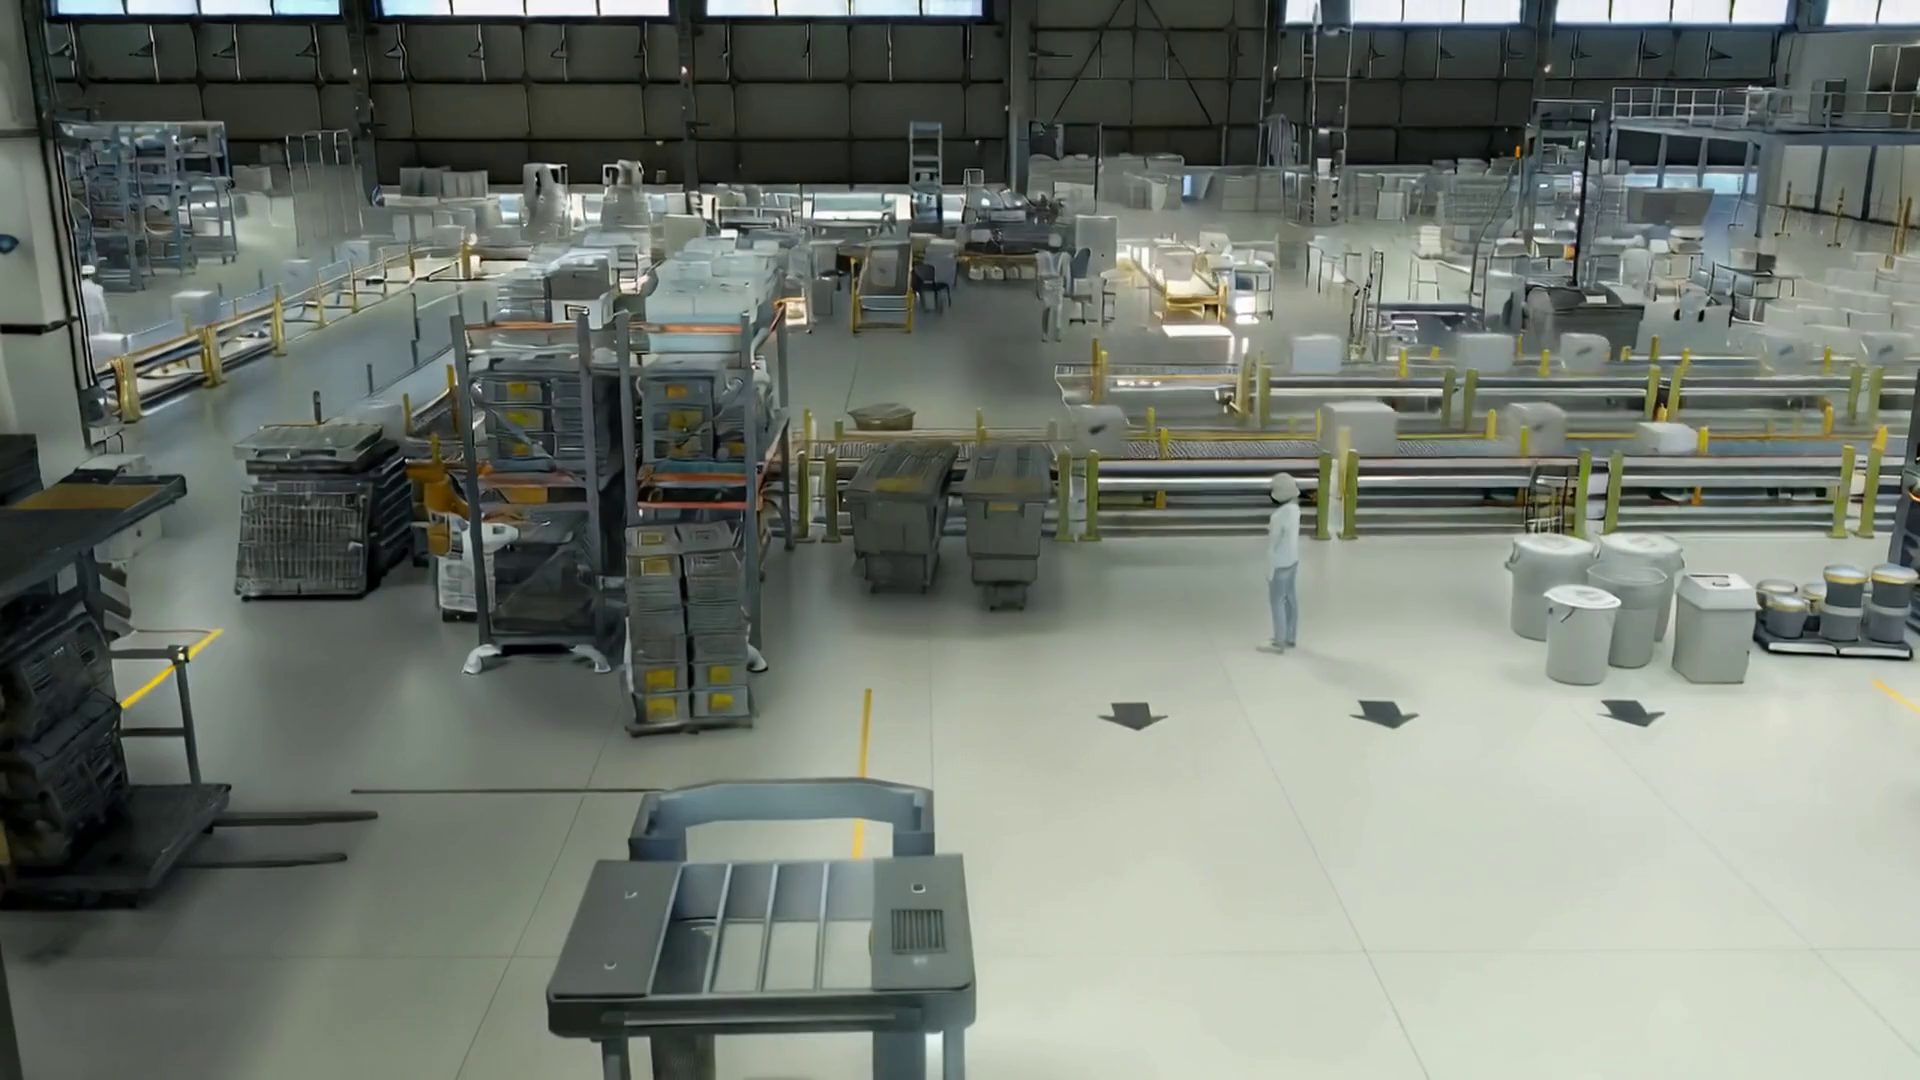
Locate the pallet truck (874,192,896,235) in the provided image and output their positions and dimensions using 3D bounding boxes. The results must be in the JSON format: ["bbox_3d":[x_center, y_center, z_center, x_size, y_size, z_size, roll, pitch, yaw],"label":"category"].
[{"bbox_3d":[-2.277,-9.986,50.594,0.653,1.274,1.630,0,16,-1],"label":"pallet truck"}]

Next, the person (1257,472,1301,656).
[{"bbox_3d":[2.825,0.206,14.600,0.281,1.624,0.493,10,19,31],"label":"person"}]

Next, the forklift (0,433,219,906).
[{"bbox_3d":[-5.952,0.780,10.366,1.873,2.768,1.129,0,16,-1],"label":"forklift"}]

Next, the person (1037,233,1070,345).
[{"bbox_3d":[1.723,-4.605,30.574,0.607,2.044,0.375,-4,16,-13],"label":"person"}]

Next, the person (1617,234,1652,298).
[{"bbox_3d":[13.329,-5.137,32.884,0.609,1.785,0.953,6,17,19],"label":"person"}]

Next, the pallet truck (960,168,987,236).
[{"bbox_3d":[0.383,-10.230,50.206,0.823,1.965,1.885,-1,16,-3],"label":"pallet truck"}]

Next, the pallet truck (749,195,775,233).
[{"bbox_3d":[-6.051,-9.967,50.660,0.680,1.201,1.601,0,16,-1],"label":"pallet truck"}]

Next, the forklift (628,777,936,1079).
[{"bbox_3d":[-0.542,2.165,5.552,1.129,2.768,1.873,-1,16,-2],"label":"forklift"}]

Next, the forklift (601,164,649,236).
[{"bbox_3d":[-9.948,-10.127,49.296,1.157,1.987,2.680,-1,16,-3],"label":"forklift"}]

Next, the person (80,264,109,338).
[{"bbox_3d":[-14.907,-3.849,28.493,0.531,1.736,0.778,0,16,0],"label":"person"}]

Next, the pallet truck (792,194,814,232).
[{"bbox_3d":[-4.814,-9.883,50.259,0.704,1.261,1.522,-1,16,-3],"label":"pallet truck"}]

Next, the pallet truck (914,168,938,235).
[{"bbox_3d":[-0.989,-10.316,50.507,0.823,1.965,1.885,1,16,3],"label":"pallet truck"}]

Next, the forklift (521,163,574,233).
[{"bbox_3d":[-12.233,-10.122,49.298,1.157,1.987,2.680,0,16,-1],"label":"forklift"}]

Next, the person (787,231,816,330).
[{"bbox_3d":[-3.107,-5.048,32.381,0.635,1.900,0.404,9,18,29],"label":"person"}]
